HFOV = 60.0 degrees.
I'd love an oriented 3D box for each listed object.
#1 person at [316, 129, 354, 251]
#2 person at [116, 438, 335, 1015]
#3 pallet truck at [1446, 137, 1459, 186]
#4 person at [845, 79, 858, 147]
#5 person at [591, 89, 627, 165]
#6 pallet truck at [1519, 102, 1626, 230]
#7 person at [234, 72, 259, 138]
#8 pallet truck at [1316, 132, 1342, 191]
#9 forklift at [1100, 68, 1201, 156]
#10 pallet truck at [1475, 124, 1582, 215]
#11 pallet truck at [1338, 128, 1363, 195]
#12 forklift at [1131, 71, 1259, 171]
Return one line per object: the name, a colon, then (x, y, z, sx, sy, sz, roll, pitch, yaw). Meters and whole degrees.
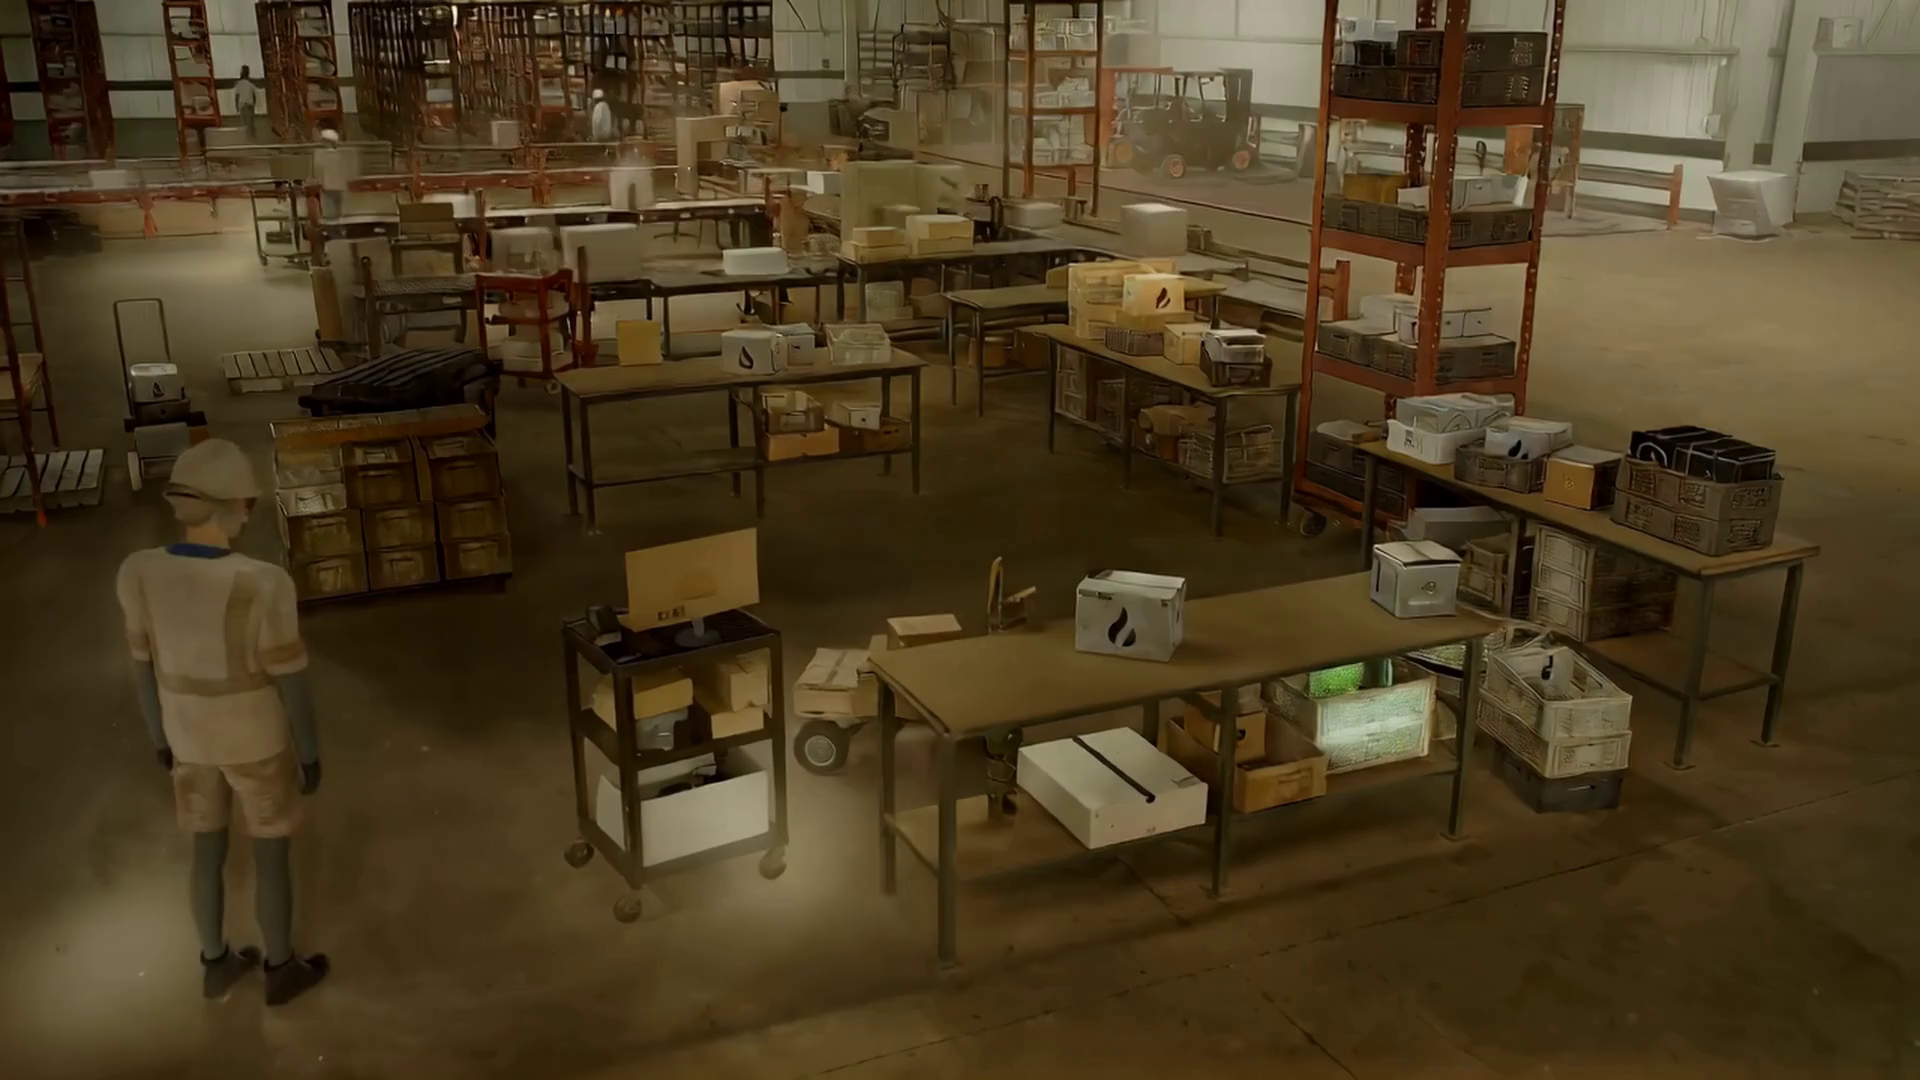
person: (-9.237, -5.134, 24.380, 0.533, 1.740, 0.822, 9, 20, 26)
person: (-2.463, 0.654, 5.658, 0.618, 2.030, 0.405, 3, 18, 8)
pallet truck: (9.184, -6.485, 29.328, 1.630, 1.274, 0.653, -8, 19, -23)
person: (-2.462, -9.543, 37.988, 0.427, 1.895, 0.667, -1, 18, -2)
person: (-7.564, -8.704, 35.507, 0.822, 1.810, 0.606, 3, 18, 10)
pallet truck: (9.972, -6.037, 26.785, 1.885, 1.965, 0.823, -9, 20, -25)
person: (-19.749, -12.043, 46.045, 0.584, 1.788, 1.009, -9, 20, -27)
pallet truck: (7.723, -7.504, 32.656, 1.601, 1.201, 0.680, -8, 19, -23)
forklift: (4.082, -9.564, 37.410, 2.680, 1.987, 1.157, -8, 19, -23)
pallet truck: (9.707, -6.455, 28.103, 1.885, 1.965, 0.823, -7, 19, -20)
pallet truck: (7.845, -7.140, 31.411, 1.522, 1.261, 0.704, -9, 20, -25)
forklift: (4.998, -8.936, 35.413, 2.680, 1.987, 1.157, -9, 20, -25)
